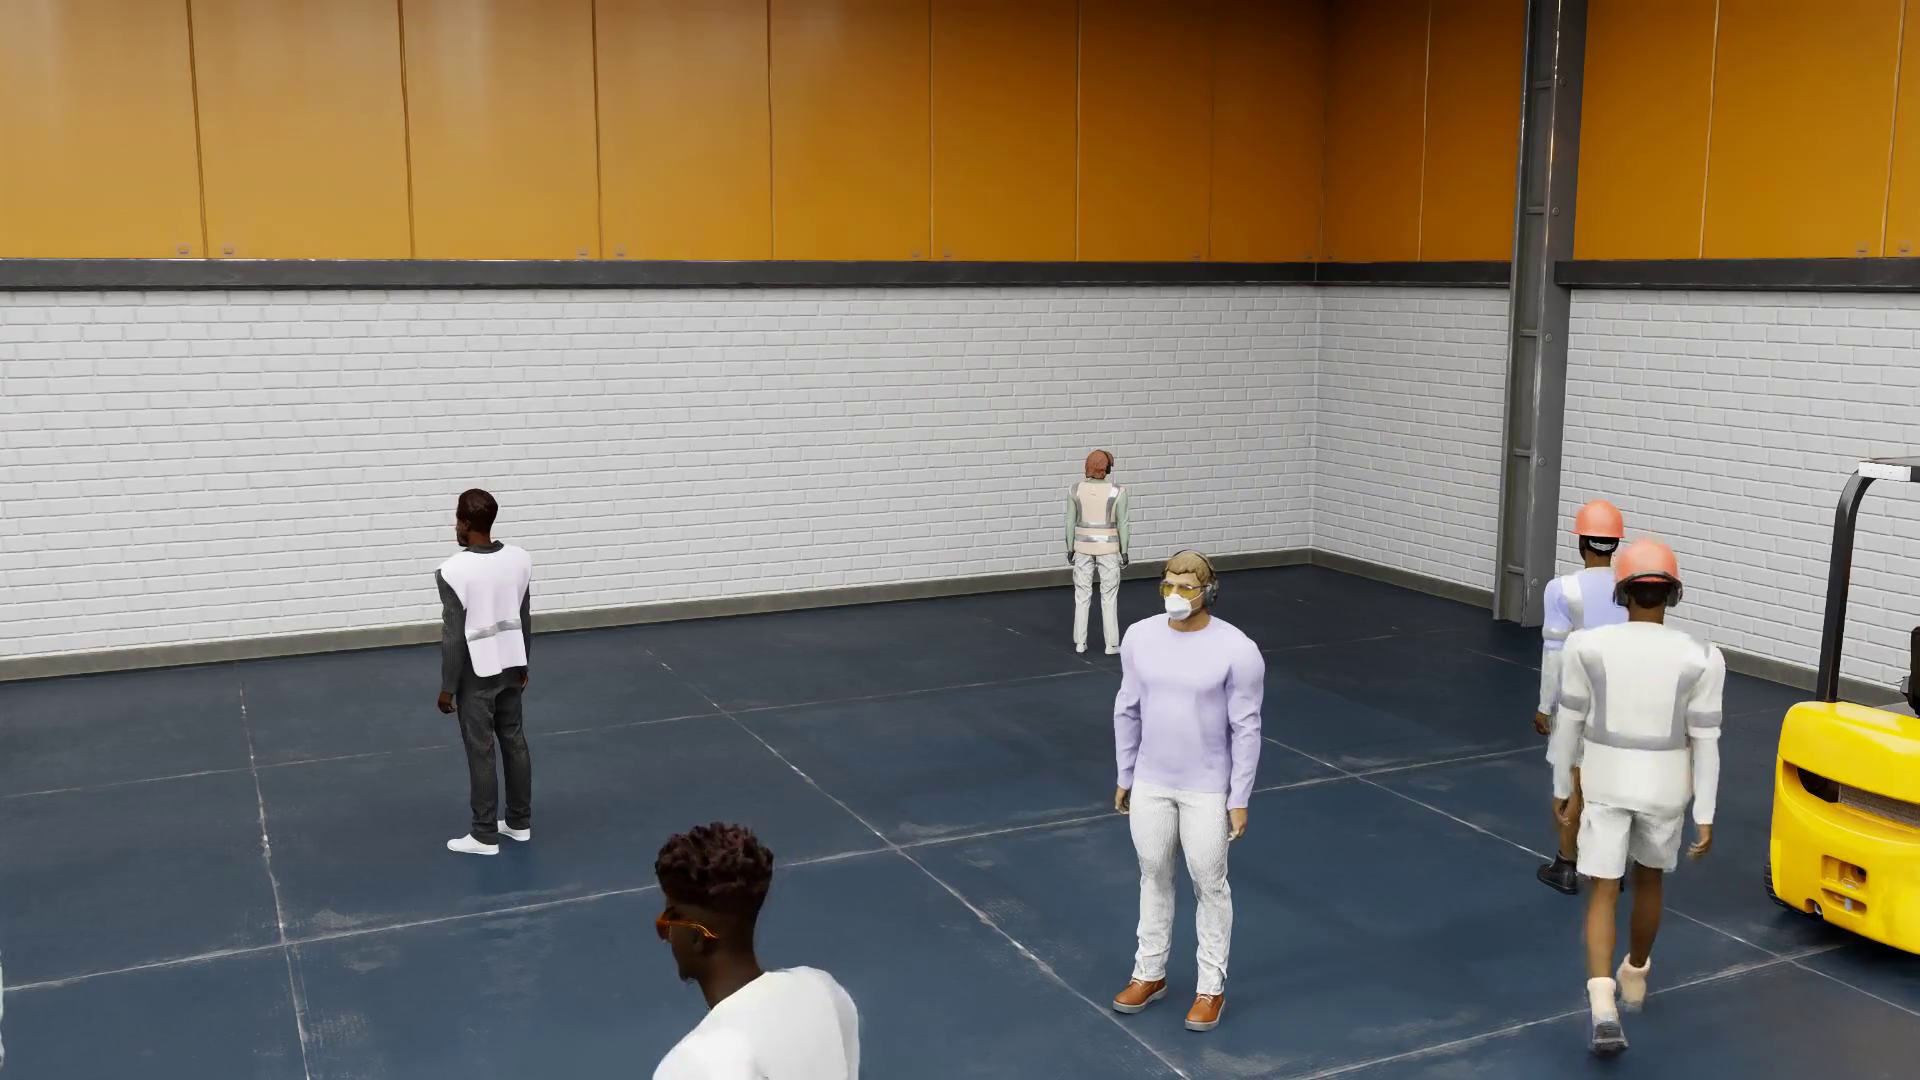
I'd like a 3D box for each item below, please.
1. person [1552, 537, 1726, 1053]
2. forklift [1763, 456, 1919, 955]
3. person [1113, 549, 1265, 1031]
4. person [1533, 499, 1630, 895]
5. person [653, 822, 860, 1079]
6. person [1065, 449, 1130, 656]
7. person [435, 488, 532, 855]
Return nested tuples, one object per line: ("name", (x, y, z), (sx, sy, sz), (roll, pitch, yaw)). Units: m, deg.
("person", (2.657, 0.993, 6.556), (0.604, 2.003, 0.950), (4, 10, 21))
("forklift", (4.857, 0.731, 7.561), (2.313, 2.155, 1.214), (-4, 10, -25))
("person", (0.901, 0.995, 6.715), (0.630, 1.940, 0.372), (6, 11, 32))
("person", (3.078, 0.766, 8.140), (0.552, 1.935, 0.373), (-1, 9, -5))
("person", (-0.412, 1.539, 3.423), (0.668, 1.921, 0.610), (3, 10, 20))
("person", (1.087, 0.104, 13.168), (0.523, 1.638, 0.311), (3, 10, 20))
("person", (-2.470, 0.684, 8.697), (0.392, 1.922, 0.591), (5, 11, 30))
